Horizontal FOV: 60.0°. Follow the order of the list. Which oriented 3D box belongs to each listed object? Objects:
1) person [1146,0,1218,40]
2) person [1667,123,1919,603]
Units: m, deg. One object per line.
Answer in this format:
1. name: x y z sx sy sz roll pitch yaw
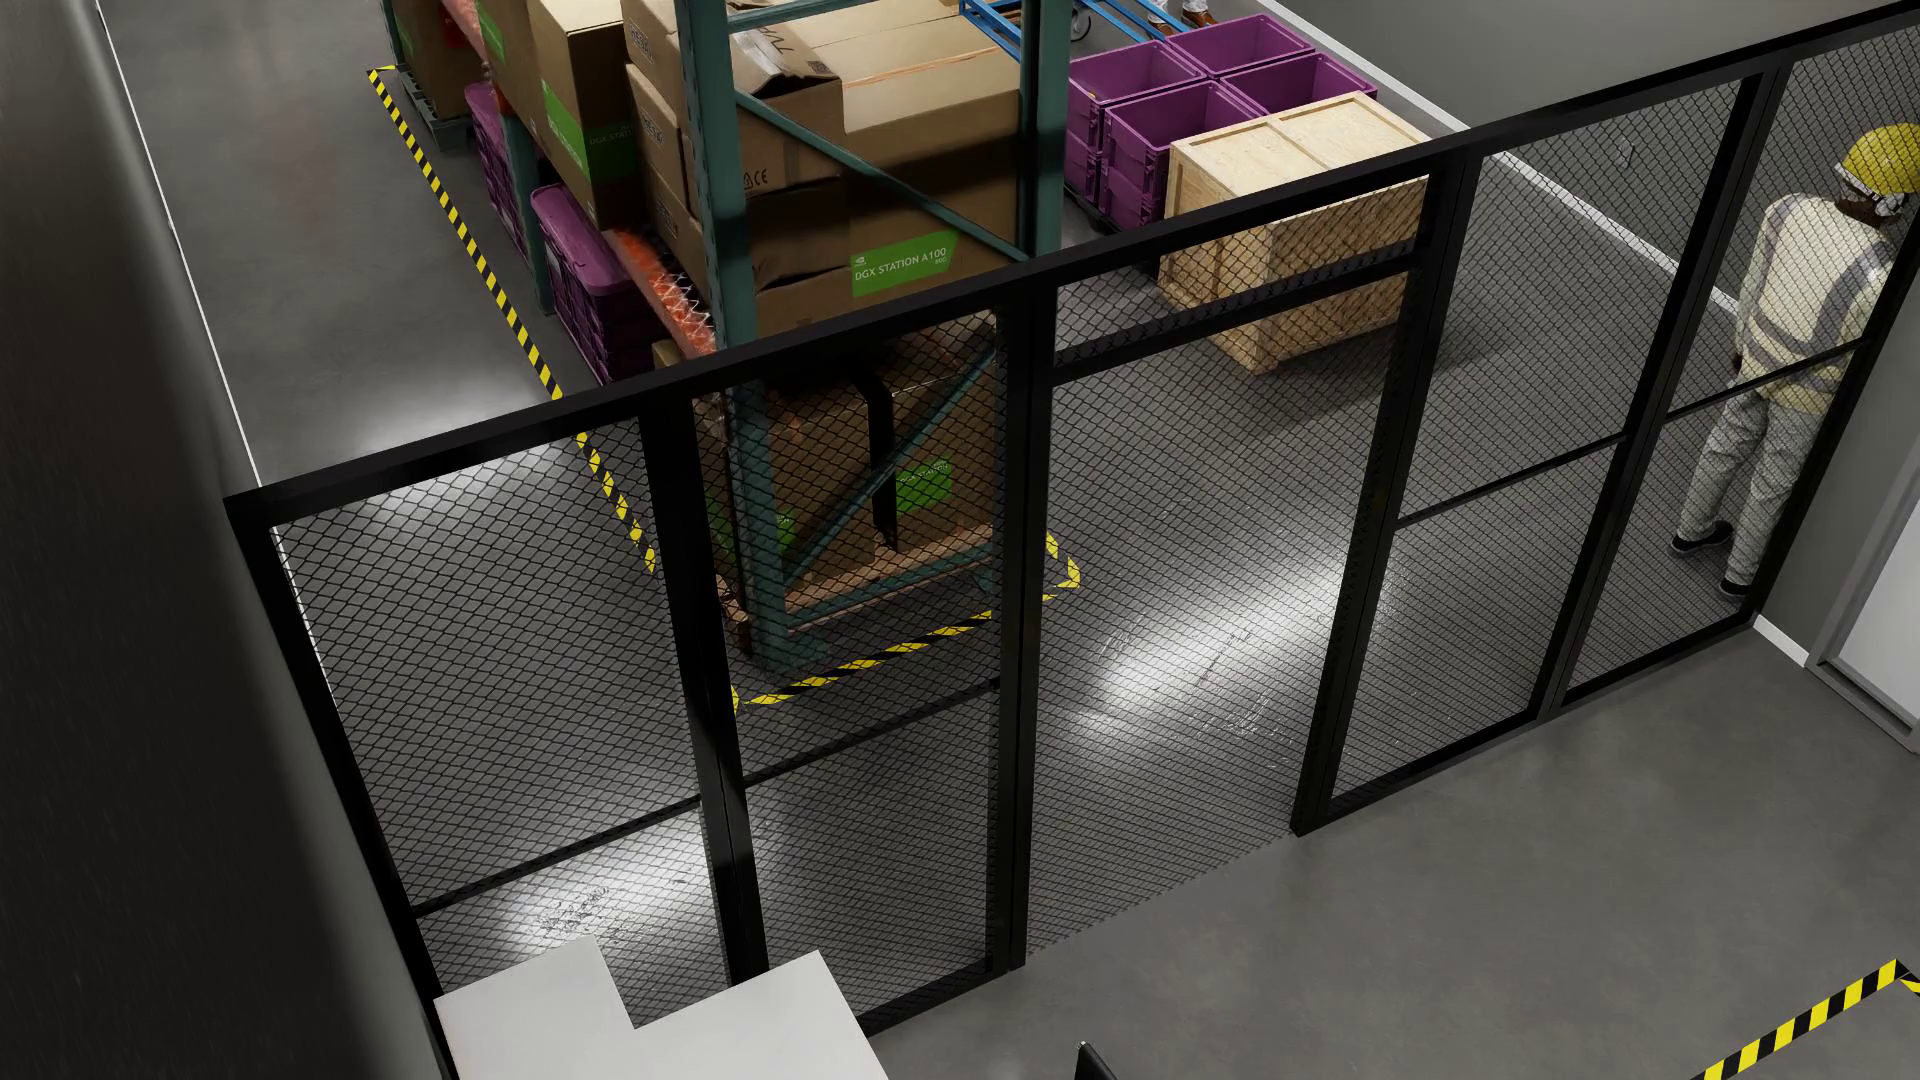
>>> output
1. person: 1.272 -3.628 8.914 0.632 1.940 0.372 -22 47 -22
2. person: 2.856 -0.571 5.647 0.404 1.833 0.587 -14 44 -15
